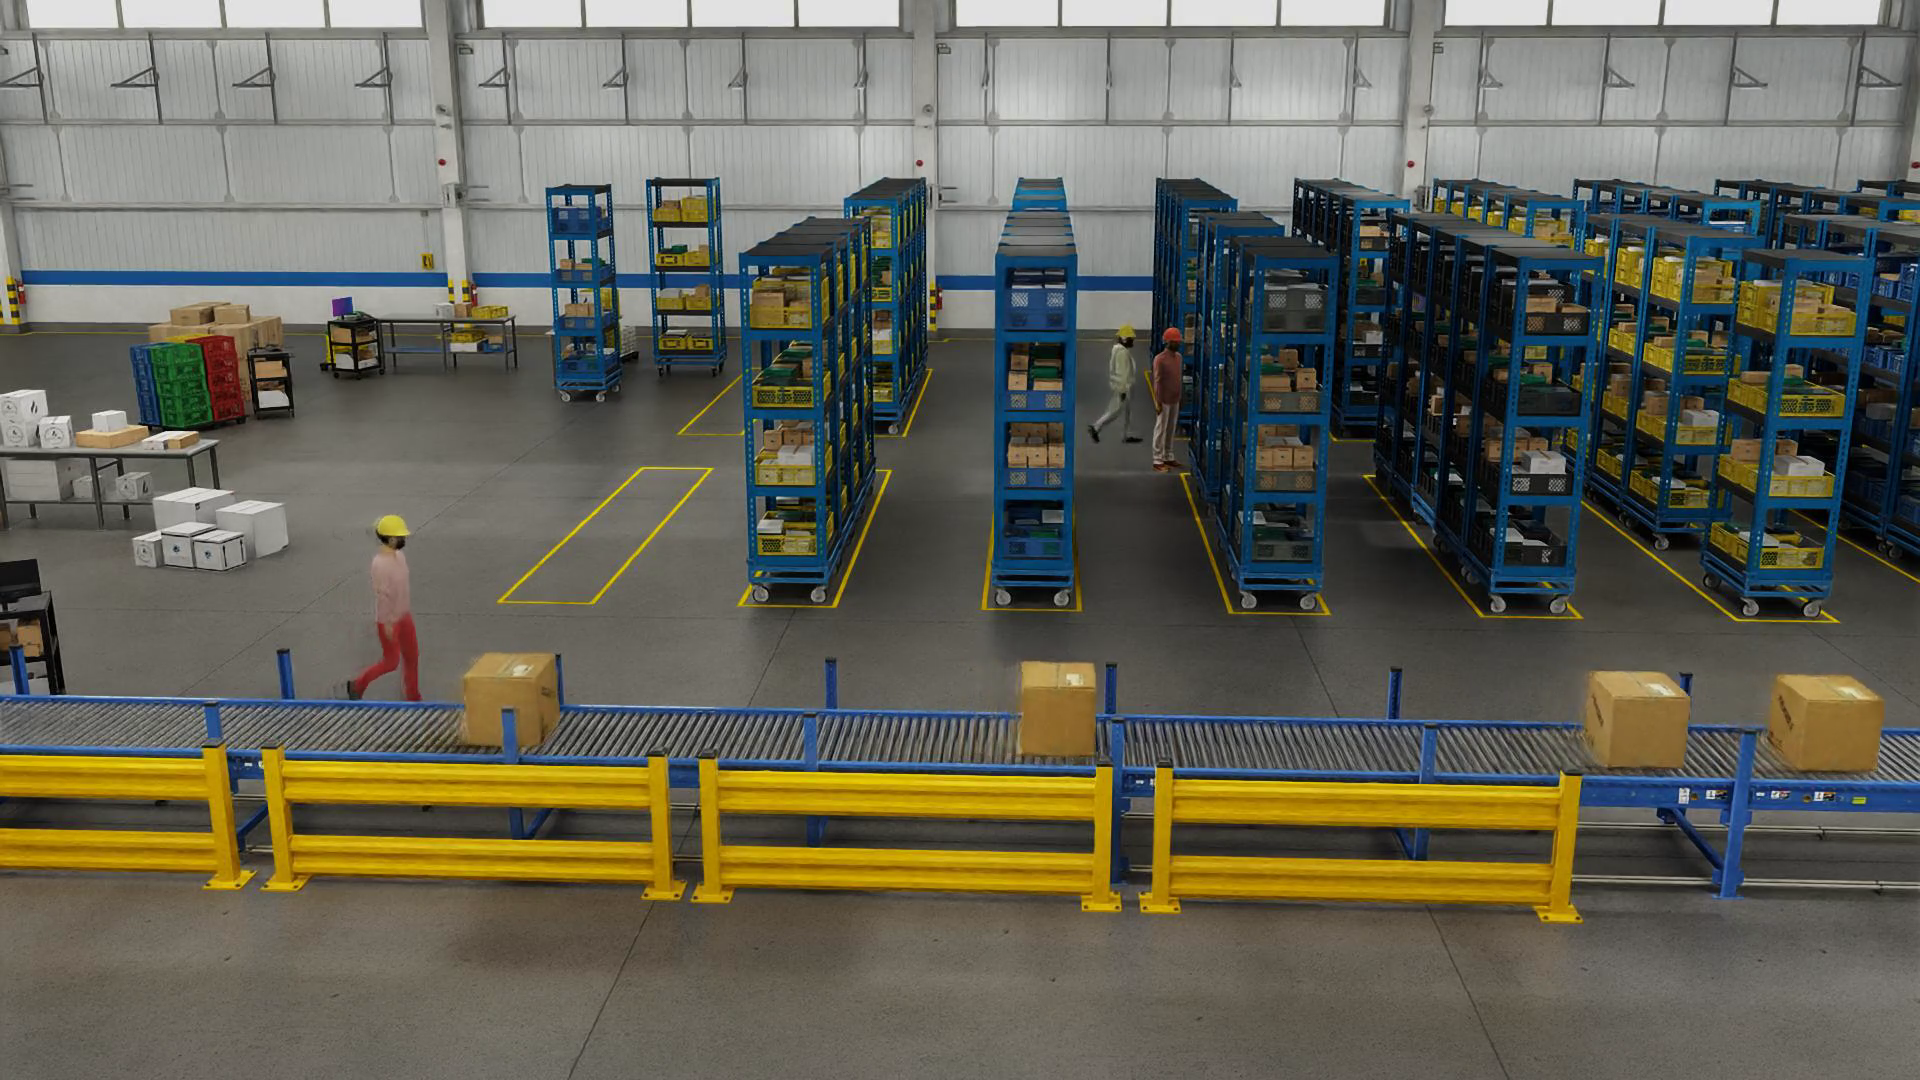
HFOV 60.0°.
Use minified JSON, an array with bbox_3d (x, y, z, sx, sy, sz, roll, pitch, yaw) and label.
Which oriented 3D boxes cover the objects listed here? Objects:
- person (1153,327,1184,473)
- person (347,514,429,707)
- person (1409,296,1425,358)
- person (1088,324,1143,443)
[{"bbox_3d":[2.883,-1.942,22.965,0.375,1.997,0.610,12,19,38],"label":"person"},{"bbox_3d":[-4.778,0.633,13.868,0.650,1.746,0.540,2,15,8],"label":"person"},{"bbox_3d":[9.173,-4.481,32.727,0.873,1.806,0.576,1,15,3],"label":"person"},{"bbox_3d":[2.317,-2.296,24.644,0.771,1.809,0.600,0,15,1],"label":"person"}]
